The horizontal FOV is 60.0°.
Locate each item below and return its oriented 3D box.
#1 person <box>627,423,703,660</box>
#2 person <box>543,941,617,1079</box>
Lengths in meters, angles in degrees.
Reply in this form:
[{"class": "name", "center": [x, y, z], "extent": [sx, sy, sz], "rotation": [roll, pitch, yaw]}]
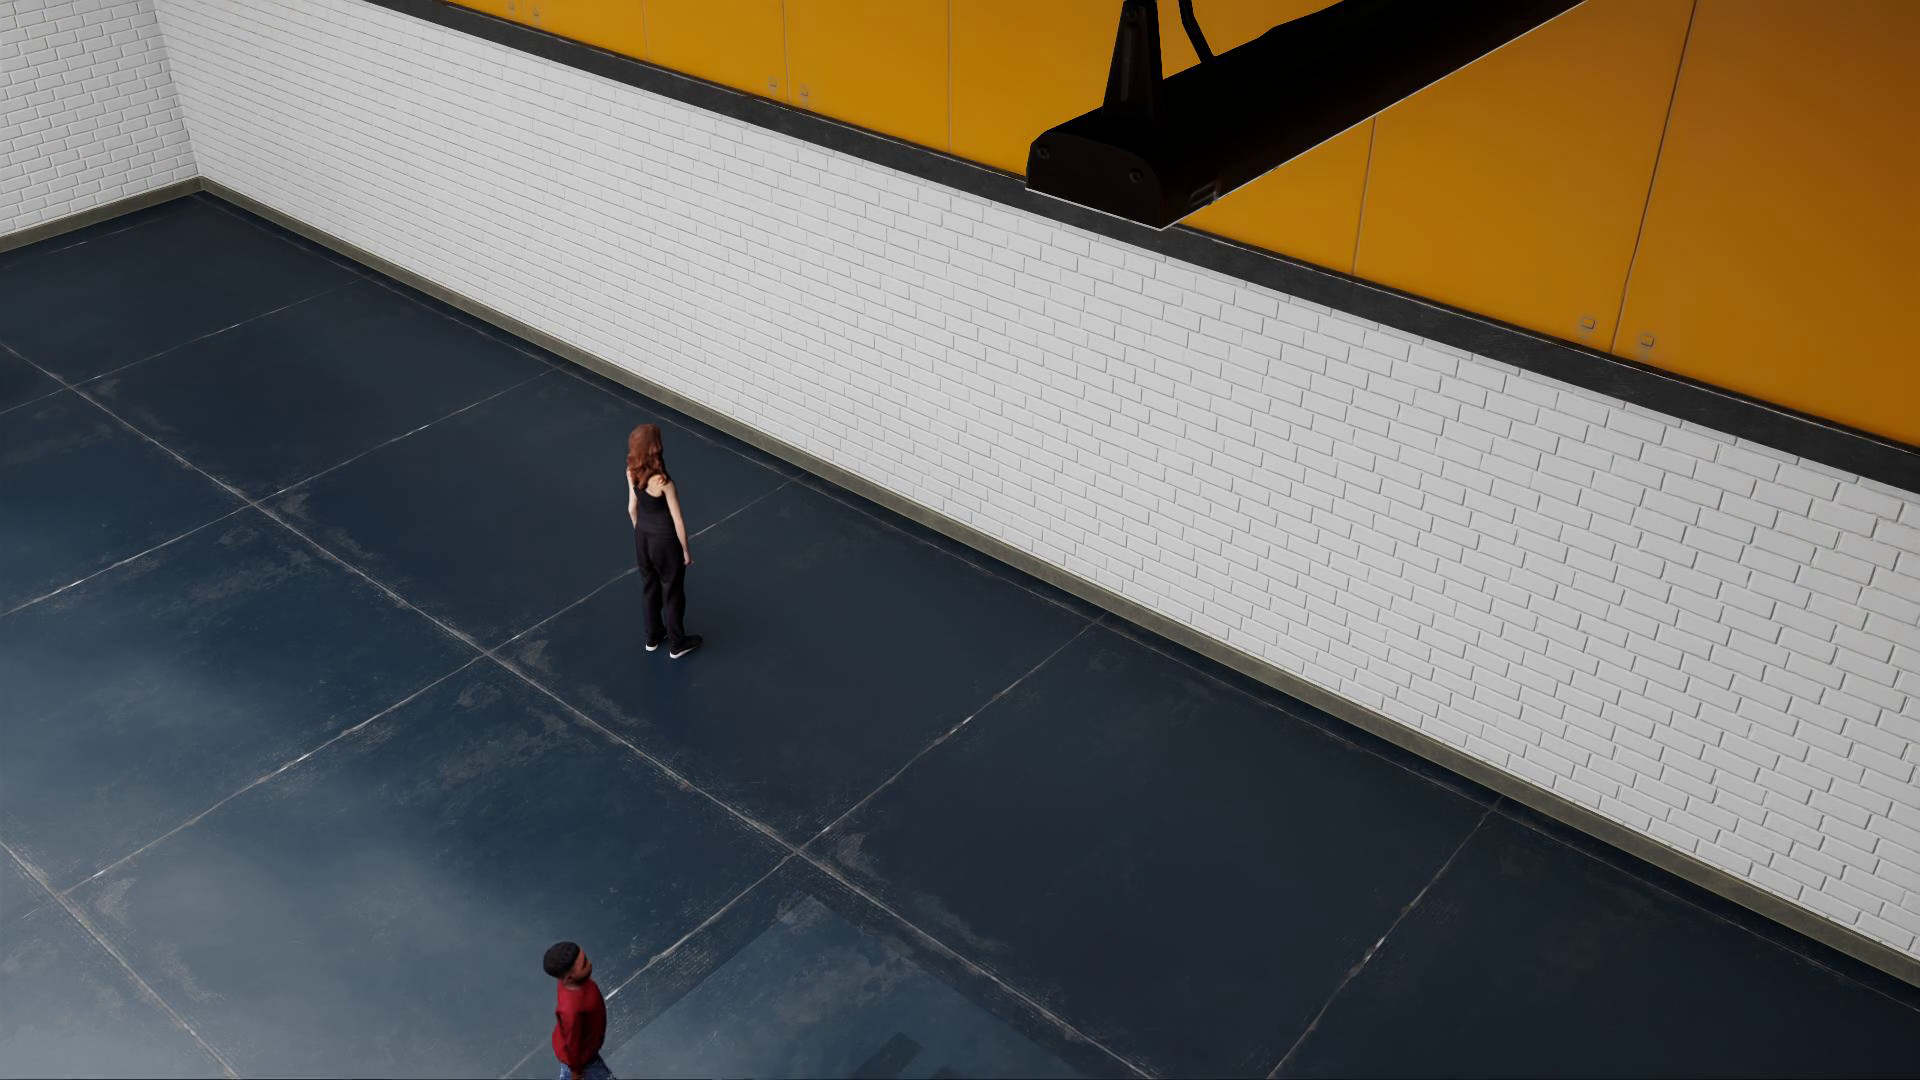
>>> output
[{"class": "person", "center": [-2.020, 0.005, 11.071], "extent": [0.630, 1.745, 0.567], "rotation": [17, 37, 24]}, {"class": "person", "center": [-1.880, 2.401, 7.921], "extent": [0.729, 1.241, 0.663], "rotation": [-8, 34, -11]}]
